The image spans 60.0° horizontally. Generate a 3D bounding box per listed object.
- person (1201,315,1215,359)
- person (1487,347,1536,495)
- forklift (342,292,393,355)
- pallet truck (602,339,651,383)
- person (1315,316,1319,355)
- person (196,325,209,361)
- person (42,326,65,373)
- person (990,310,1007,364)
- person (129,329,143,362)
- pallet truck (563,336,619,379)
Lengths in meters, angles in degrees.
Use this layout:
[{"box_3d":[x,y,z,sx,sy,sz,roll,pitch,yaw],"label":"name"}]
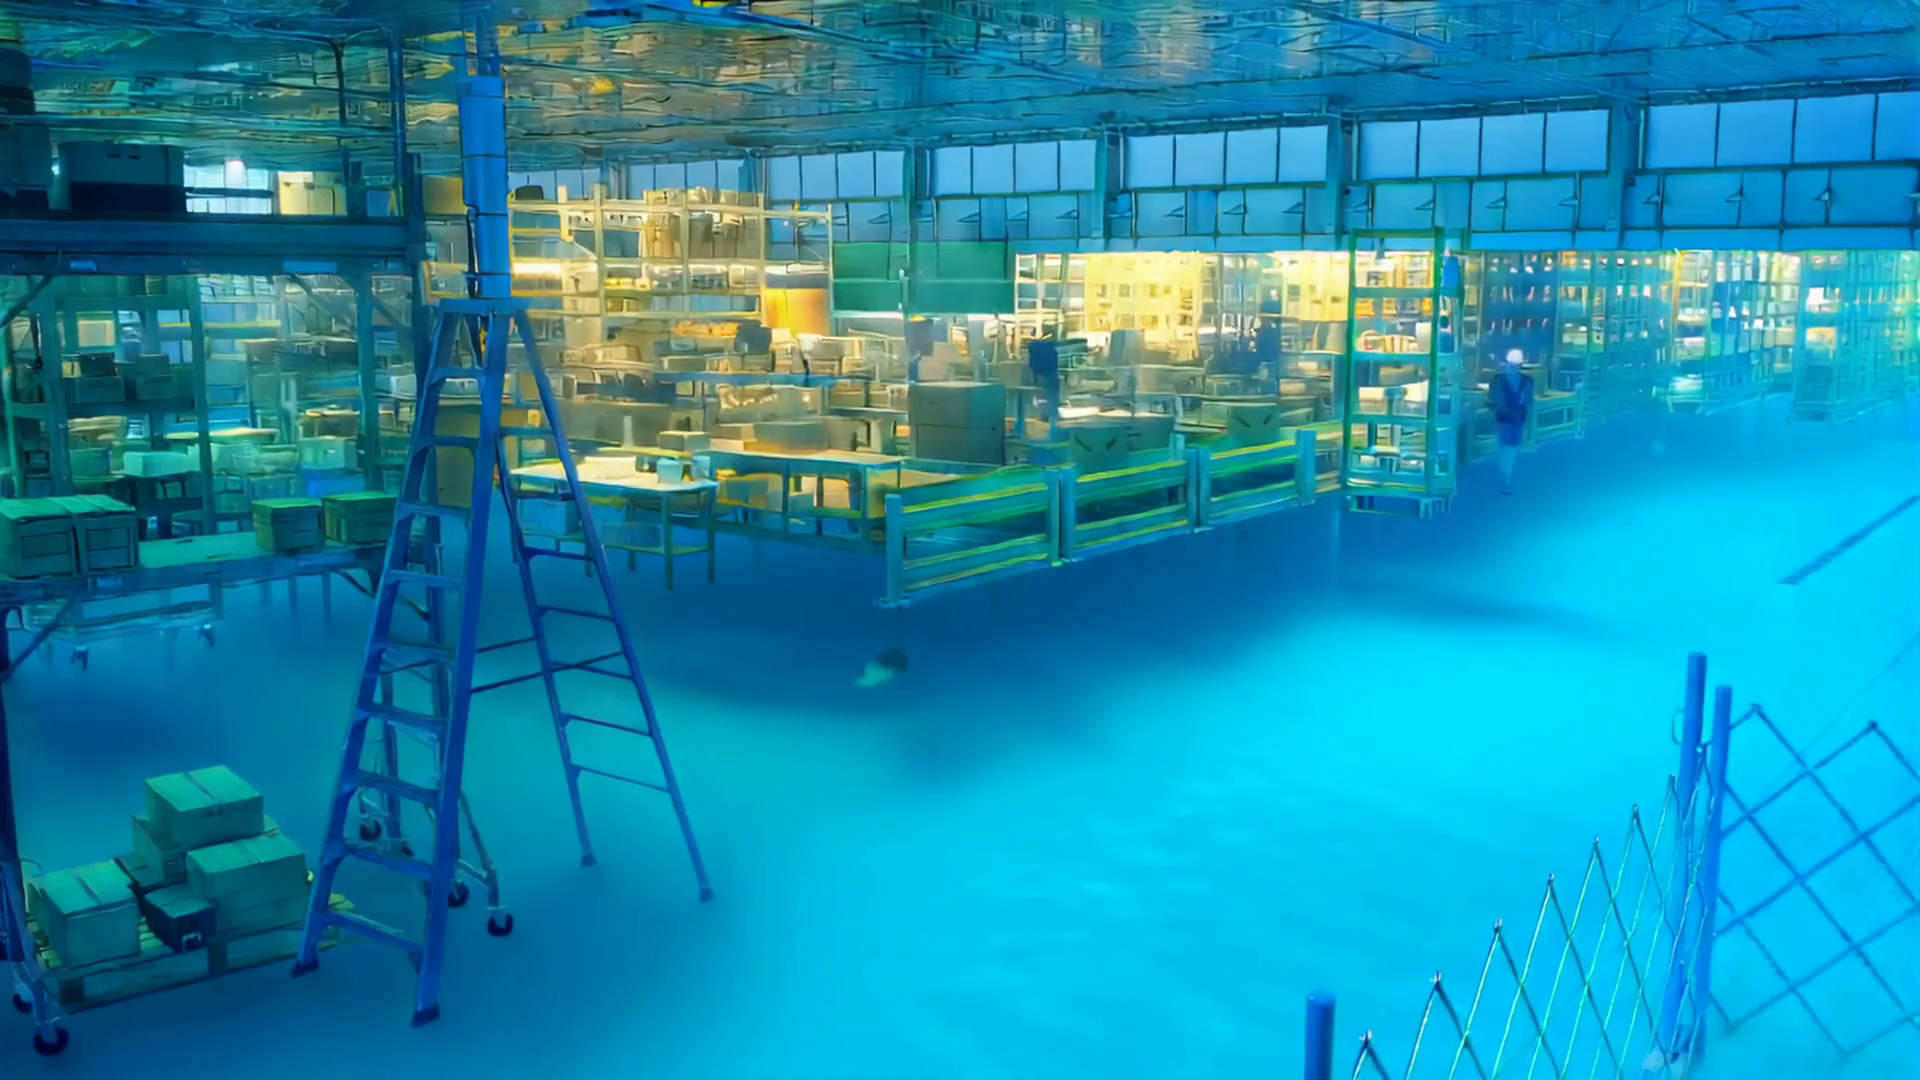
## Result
[{"box_3d":[7.062,-5.405,46.761,0.612,1.922,0.805,5,10,28],"label":"person"},{"box_3d":[7.564,-1.606,22.701,0.636,2.024,0.686,-1,9,-4],"label":"person"},{"box_3d":[-16.485,-5.622,45.120,1.129,2.768,1.873,7,11,37],"label":"forklift"},{"box_3d":[-8.991,-4.871,45.351,0.653,1.274,1.630,7,11,37],"label":"pallet truck"},{"box_3d":[10.803,-5.894,50.131,0.565,1.821,0.445,-6,11,-34],"label":"person"},{"box_3d":[-20.220,-4.890,44.264,0.538,1.681,0.595,5,10,29],"label":"person"},{"box_3d":[-21.511,-4.177,39.407,0.630,1.816,0.477,5,10,28],"label":"person"},{"box_3d":[1.240,-6.619,54.597,0.591,1.834,0.404,6,11,34],"label":"person"},{"box_3d":[-19.601,-4.151,39.509,0.524,1.732,0.838,8,12,42],"label":"person"},{"box_3d":[-10.690,-5.294,48.215,1.601,1.201,0.680,-5,10,-26],"label":"pallet truck"}]
